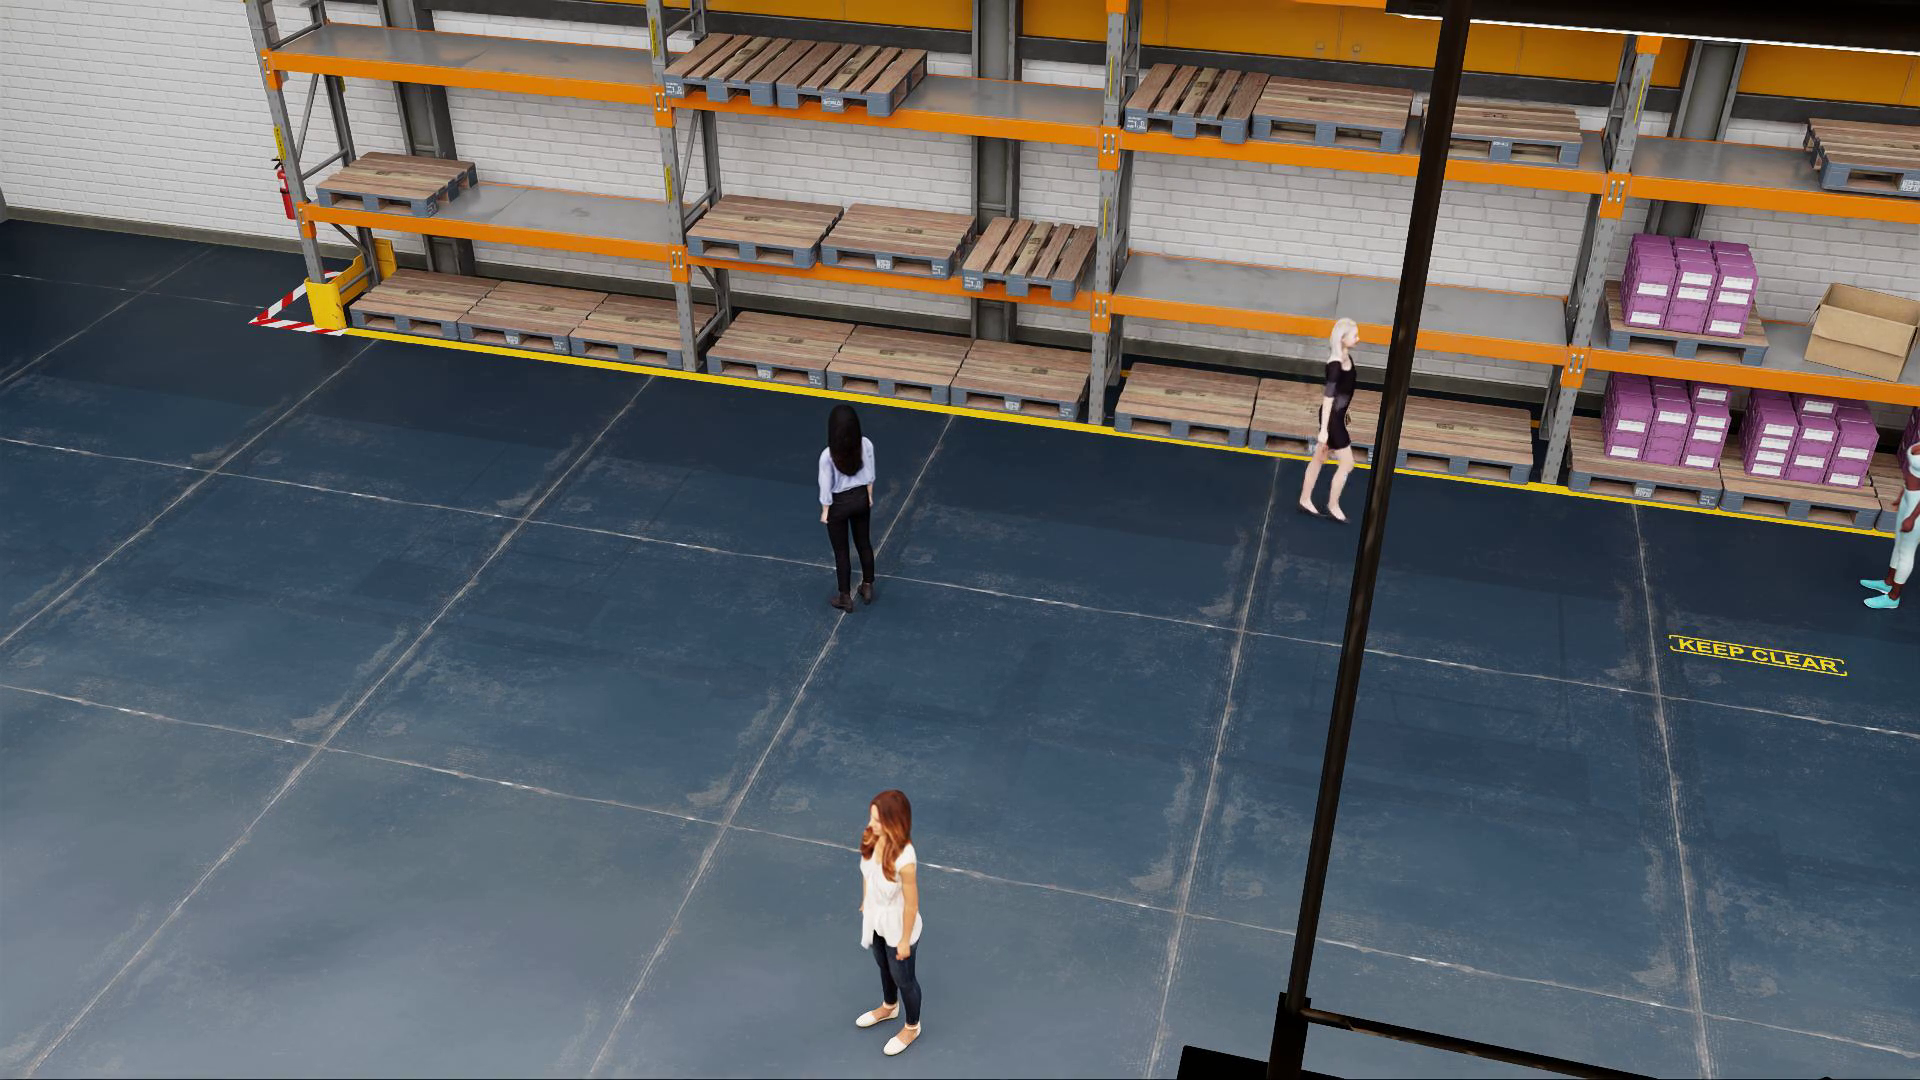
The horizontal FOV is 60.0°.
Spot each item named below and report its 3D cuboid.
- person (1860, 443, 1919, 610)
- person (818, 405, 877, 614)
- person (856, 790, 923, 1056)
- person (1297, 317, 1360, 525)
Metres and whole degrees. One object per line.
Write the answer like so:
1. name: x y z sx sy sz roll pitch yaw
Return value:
1. person: 7.180 -0.252 12.495 0.529 1.724 0.567 10 35 15
2. person: -0.837 -0.240 12.458 0.729 1.744 0.765 -22 39 -29
3. person: -0.358 2.047 8.981 0.730 1.785 0.652 -22 39 -29
4. person: 2.929 -0.967 13.486 0.704 1.816 0.630 10 35 15
